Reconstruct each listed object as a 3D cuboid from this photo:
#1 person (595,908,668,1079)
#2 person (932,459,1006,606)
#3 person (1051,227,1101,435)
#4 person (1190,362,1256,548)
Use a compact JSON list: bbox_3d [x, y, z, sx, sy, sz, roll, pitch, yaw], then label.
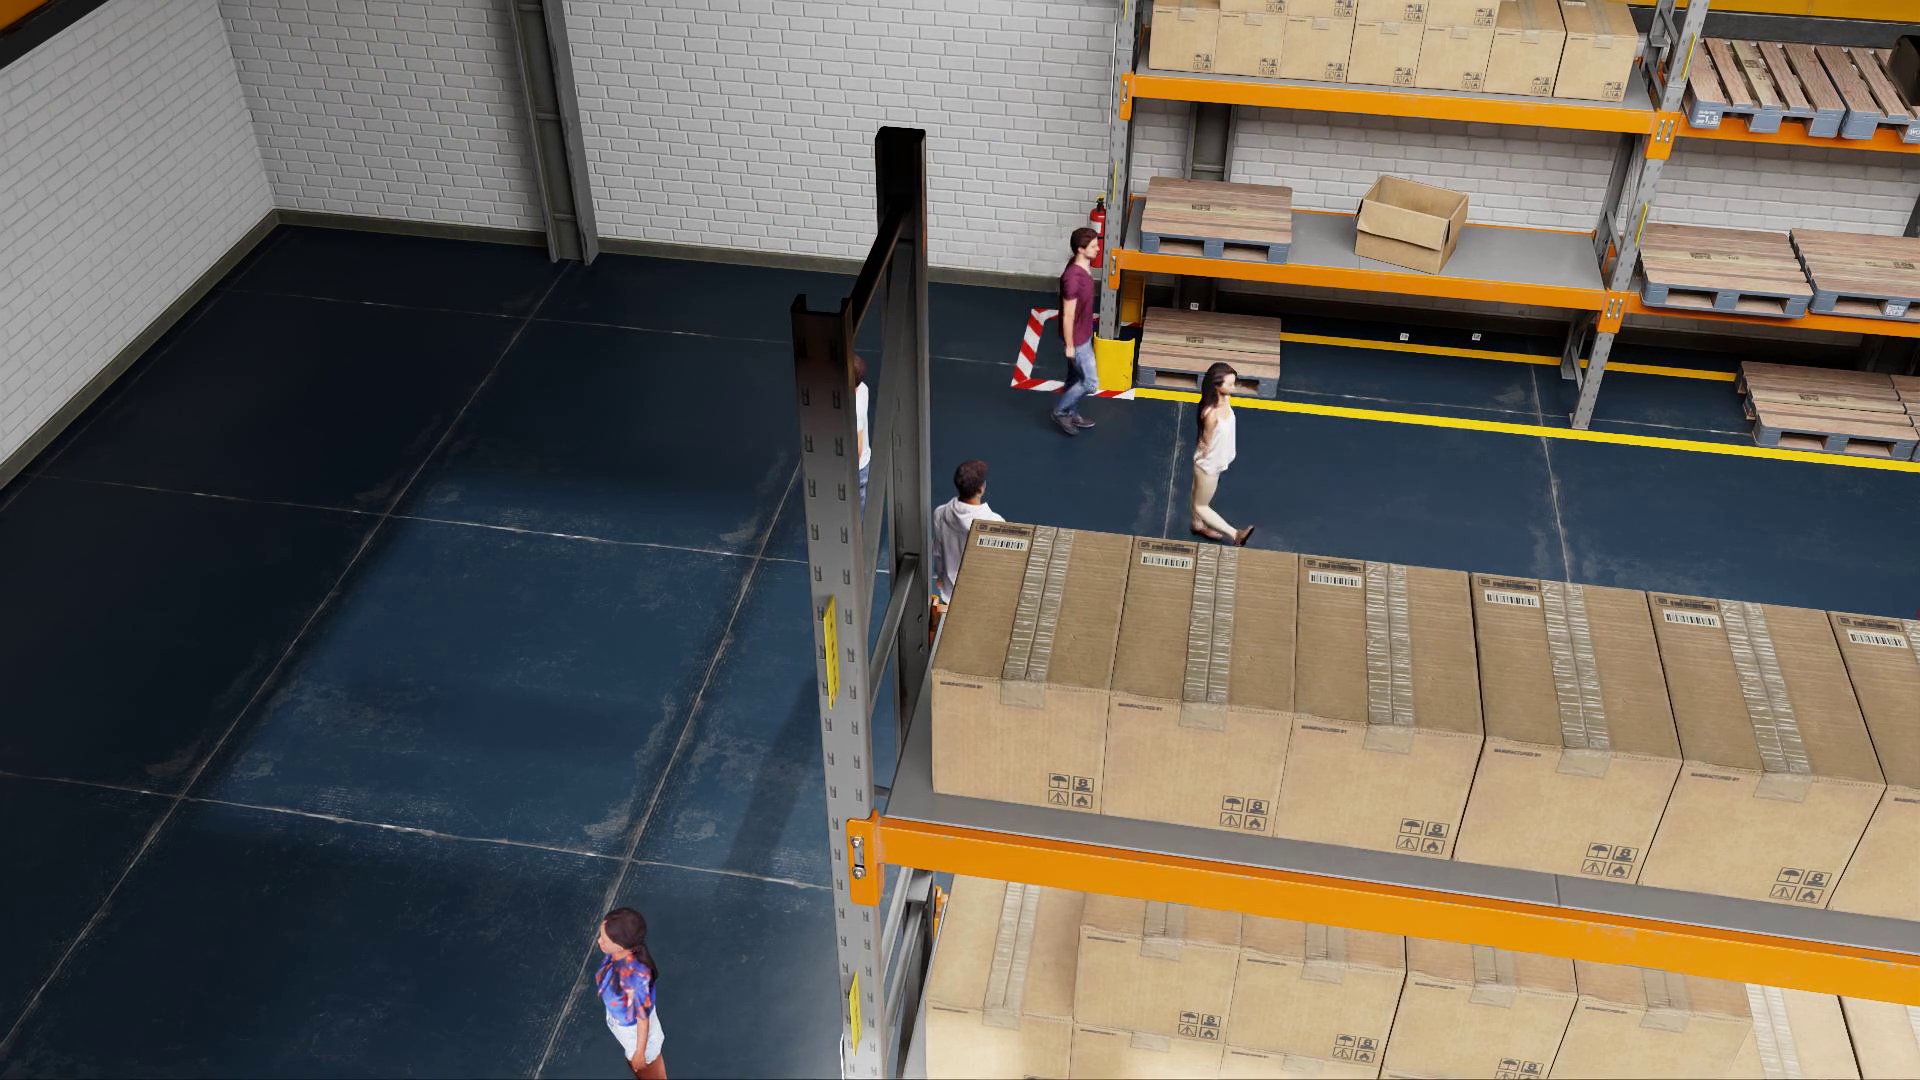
[{"bbox_3d":[-1.605,2.426,8.292,0.692,1.743,0.669,-16,41,-19],"label":"person"},{"bbox_3d":[0.066,0.309,10.797,0.556,1.927,0.772,12,40,14],"label":"person"},{"bbox_3d":[0.862,-1.673,13.344,0.611,1.844,0.665,8,39,10],"label":"person"},{"bbox_3d":[1.943,-0.556,12.103,0.849,1.648,0.659,12,40,15],"label":"person"}]
